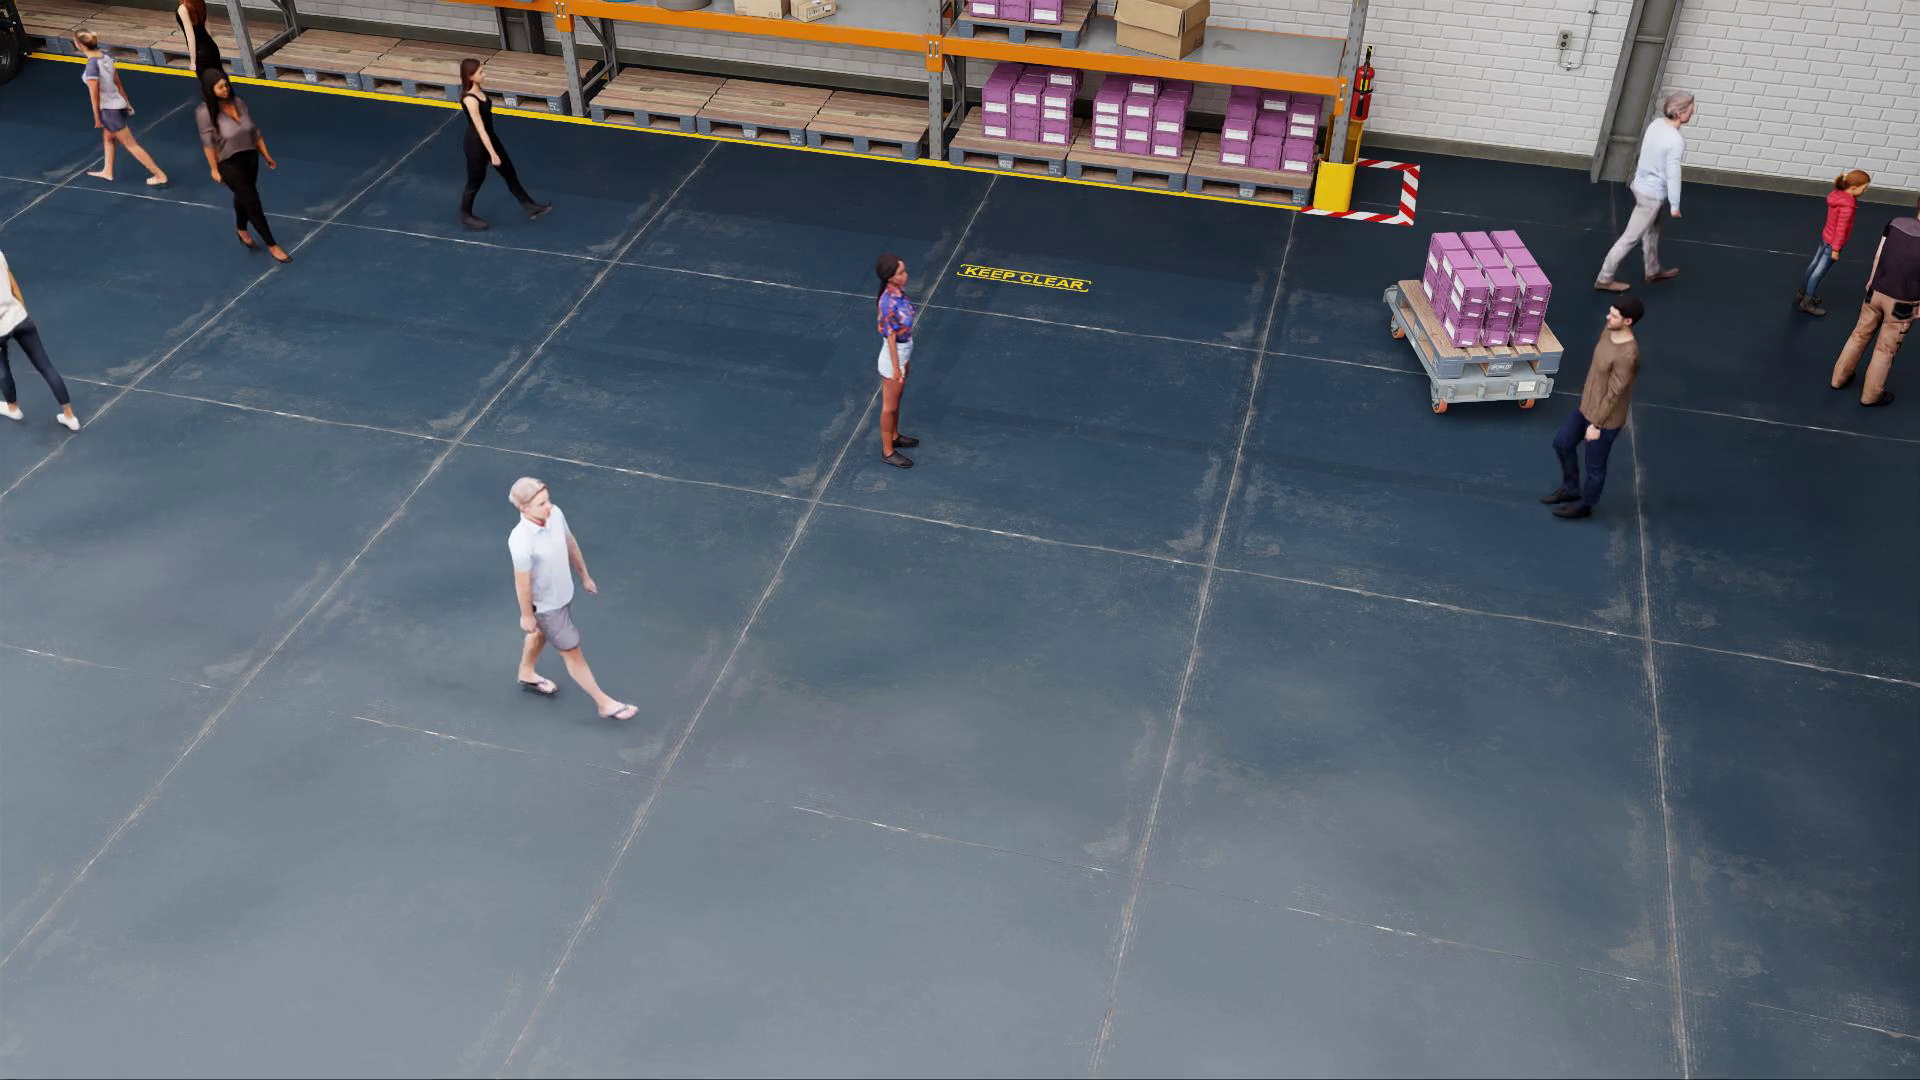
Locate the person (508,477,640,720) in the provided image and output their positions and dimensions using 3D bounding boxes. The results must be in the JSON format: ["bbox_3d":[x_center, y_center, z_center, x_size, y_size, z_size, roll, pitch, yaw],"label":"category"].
[{"bbox_3d":[-2.628,0.344,10.337,1.134,1.785,0.684,11,40,13],"label":"person"}]

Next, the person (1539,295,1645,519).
[{"bbox_3d":[4.647,-0.926,11.857,0.713,1.875,0.737,-2,39,-2],"label":"person"}]

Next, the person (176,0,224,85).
[{"bbox_3d":[-7.743,-4.983,17.055,0.531,1.726,0.581,5,39,7],"label":"person"}]

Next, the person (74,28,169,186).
[{"bbox_3d":[-8.151,-4.146,16.128,1.089,1.575,0.762,-1,39,-1],"label":"person"}]

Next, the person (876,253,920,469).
[{"bbox_3d":[-0.494,-1.370,12.520,0.533,1.741,0.600,6,39,8],"label":"person"}]

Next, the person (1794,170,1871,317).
[{"bbox_3d":[7.531,-2.590,14.390,0.485,1.314,0.507,9,39,11],"label":"person"}]

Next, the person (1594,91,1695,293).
[{"bbox_3d":[5.903,-2.988,14.449,1.094,1.860,0.854,1,39,1],"label":"person"}]

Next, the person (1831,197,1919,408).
[{"bbox_3d":[7.390,-1.947,13.161,0.818,1.841,0.771,-18,42,-21],"label":"person"}]

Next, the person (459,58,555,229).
[{"bbox_3d":[-4.507,-3.622,15.422,1.188,1.638,0.840,-2,39,-2],"label":"person"}]

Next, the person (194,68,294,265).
[{"bbox_3d":[-6.577,-3.384,14.991,1.141,1.803,0.819,17,42,20],"label":"person"}]

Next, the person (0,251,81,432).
[{"bbox_3d":[-7.257,-1.594,12.780,1.067,1.766,0.752,17,42,21],"label":"person"}]
